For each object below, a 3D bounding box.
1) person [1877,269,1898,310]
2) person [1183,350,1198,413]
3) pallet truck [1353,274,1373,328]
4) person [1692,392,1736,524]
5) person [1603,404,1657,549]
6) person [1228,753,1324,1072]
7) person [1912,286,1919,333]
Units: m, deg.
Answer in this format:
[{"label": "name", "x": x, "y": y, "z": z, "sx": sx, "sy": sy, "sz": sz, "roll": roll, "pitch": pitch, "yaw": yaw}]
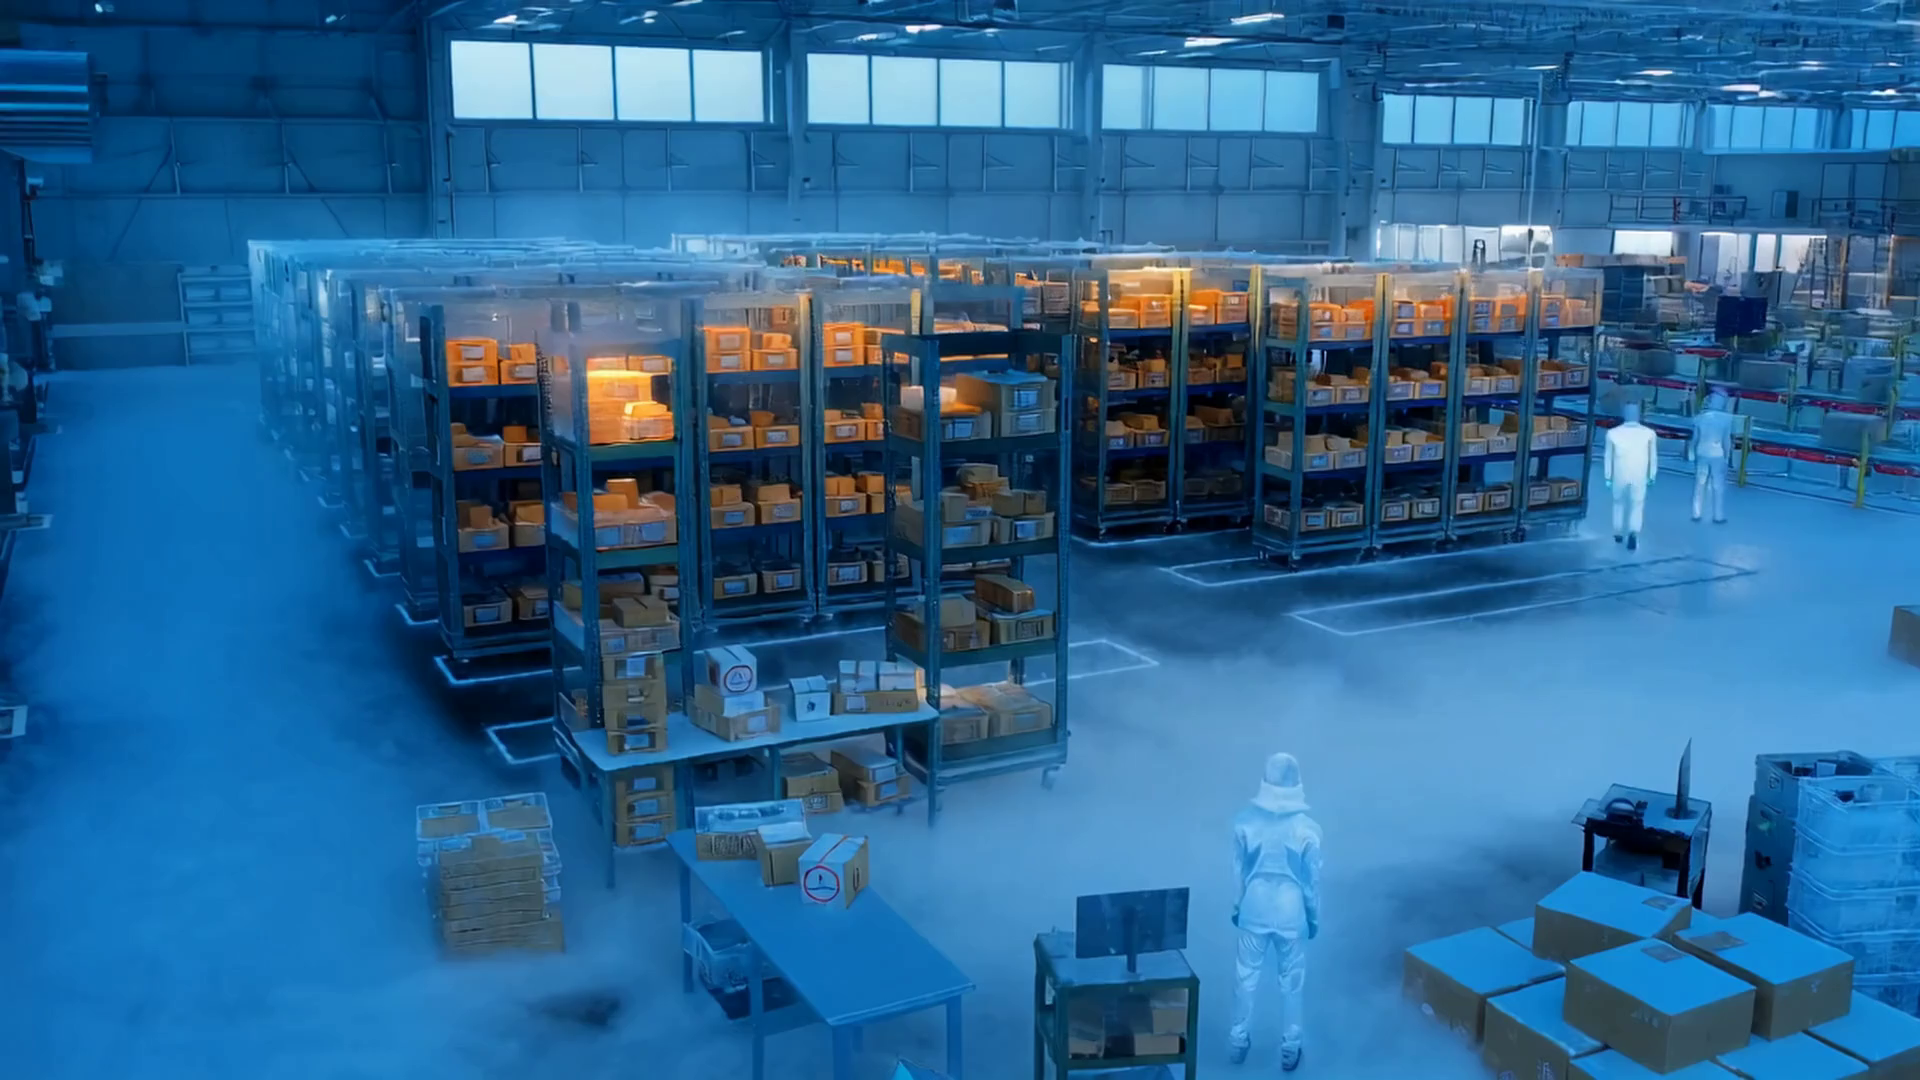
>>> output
[{"label": "person", "x": 33.279, "y": -8.867, "z": 59.705, "sx": 0.436, "sy": 1.722, "sz": 0.661, "roll": -3, "pitch": 12, "yaw": -12}, {"label": "person", "x": 4.333, "y": -2.688, "z": 30.652, "sx": 0.622, "sy": 1.794, "sz": 0.412, "roll": 3, "pitch": 12, "yaw": 12}, {"label": "pallet truck", "x": 13.011, "y": -8.050, "z": 55.243, "sx": 0.823, "sy": 1.965, "sz": 1.885, "roll": -7, "pitch": 14, "yaw": -28}, {"label": "person", "x": 10.532, "y": -1.143, "z": 23.286, "sx": 0.564, "sy": 1.848, "sz": 0.390, "roll": 10, "pitch": 16, "yaw": 40}, {"label": "person", "x": 8.799, "y": -0.846, "z": 21.857, "sx": 0.652, "sy": 1.875, "sz": 0.873, "roll": 4, "pitch": 13, "yaw": 20}, {"label": "person", "x": 1.689, "y": 1.986, "z": 8.926, "sx": 0.485, "sy": 1.735, "sz": 0.343, "roll": 3, "pitch": 13, "yaw": 16}, {"label": "person", "x": 28.037, "y": -6.556, "z": 48.556, "sx": 0.326, "sy": 1.871, "sz": 0.520, "roll": -1, "pitch": 12, "yaw": -7}]
